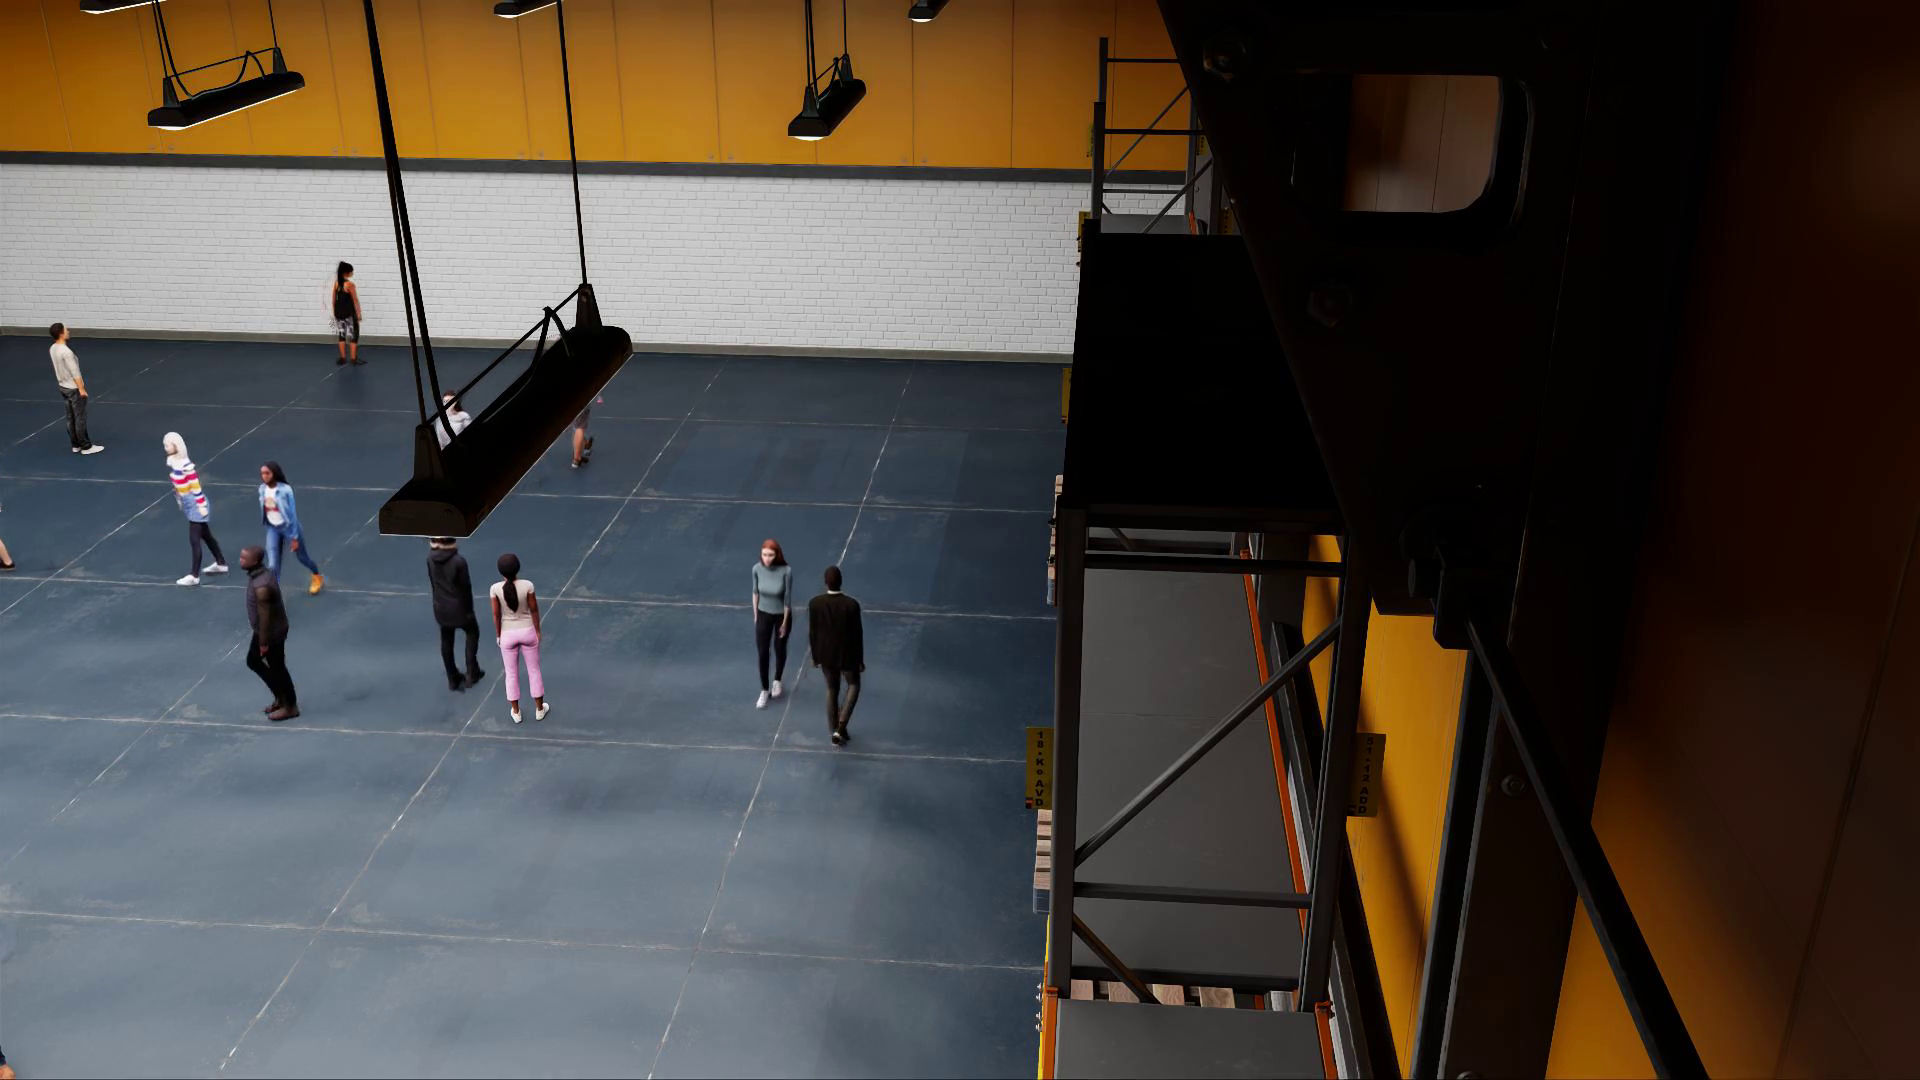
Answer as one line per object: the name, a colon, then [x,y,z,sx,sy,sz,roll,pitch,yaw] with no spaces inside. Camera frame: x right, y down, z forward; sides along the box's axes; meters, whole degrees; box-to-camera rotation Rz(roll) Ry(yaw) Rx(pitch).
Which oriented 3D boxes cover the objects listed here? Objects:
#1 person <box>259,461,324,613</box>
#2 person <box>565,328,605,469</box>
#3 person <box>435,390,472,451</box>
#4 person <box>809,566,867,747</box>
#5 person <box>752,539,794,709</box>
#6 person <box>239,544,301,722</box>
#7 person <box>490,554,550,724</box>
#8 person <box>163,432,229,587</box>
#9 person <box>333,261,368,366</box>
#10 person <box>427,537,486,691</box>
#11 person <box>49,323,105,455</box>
person: [-7.274,-0.067,18.069,0.680,1.674,1.183,4,24,9]
person: [-5.116,-1.848,21.952,0.814,1.826,1.112,6,24,13]
person: [-6.200,-1.105,20.514,0.628,1.617,0.578,1,24,2]
person: [-1.136,1.114,15.223,0.728,1.788,0.754,5,24,12]
person: [-1.775,0.740,16.158,0.574,1.724,0.754,3,24,6]
person: [-6.456,0.863,15.748,0.906,1.828,0.807,-12,26,-25]
person: [-4.179,0.913,15.743,0.628,1.741,0.614,-5,24,-12]
person: [-8.548,-0.395,18.678,1.020,1.786,0.939,-20,31,-38]
person: [-9.690,-3.569,26.101,0.780,1.658,0.659,4,24,8]
person: [-4.995,0.676,16.258,0.645,1.762,0.625,4,24,8]
person: [-11.996,-2.050,22.432,0.739,1.812,0.734,16,28,32]
